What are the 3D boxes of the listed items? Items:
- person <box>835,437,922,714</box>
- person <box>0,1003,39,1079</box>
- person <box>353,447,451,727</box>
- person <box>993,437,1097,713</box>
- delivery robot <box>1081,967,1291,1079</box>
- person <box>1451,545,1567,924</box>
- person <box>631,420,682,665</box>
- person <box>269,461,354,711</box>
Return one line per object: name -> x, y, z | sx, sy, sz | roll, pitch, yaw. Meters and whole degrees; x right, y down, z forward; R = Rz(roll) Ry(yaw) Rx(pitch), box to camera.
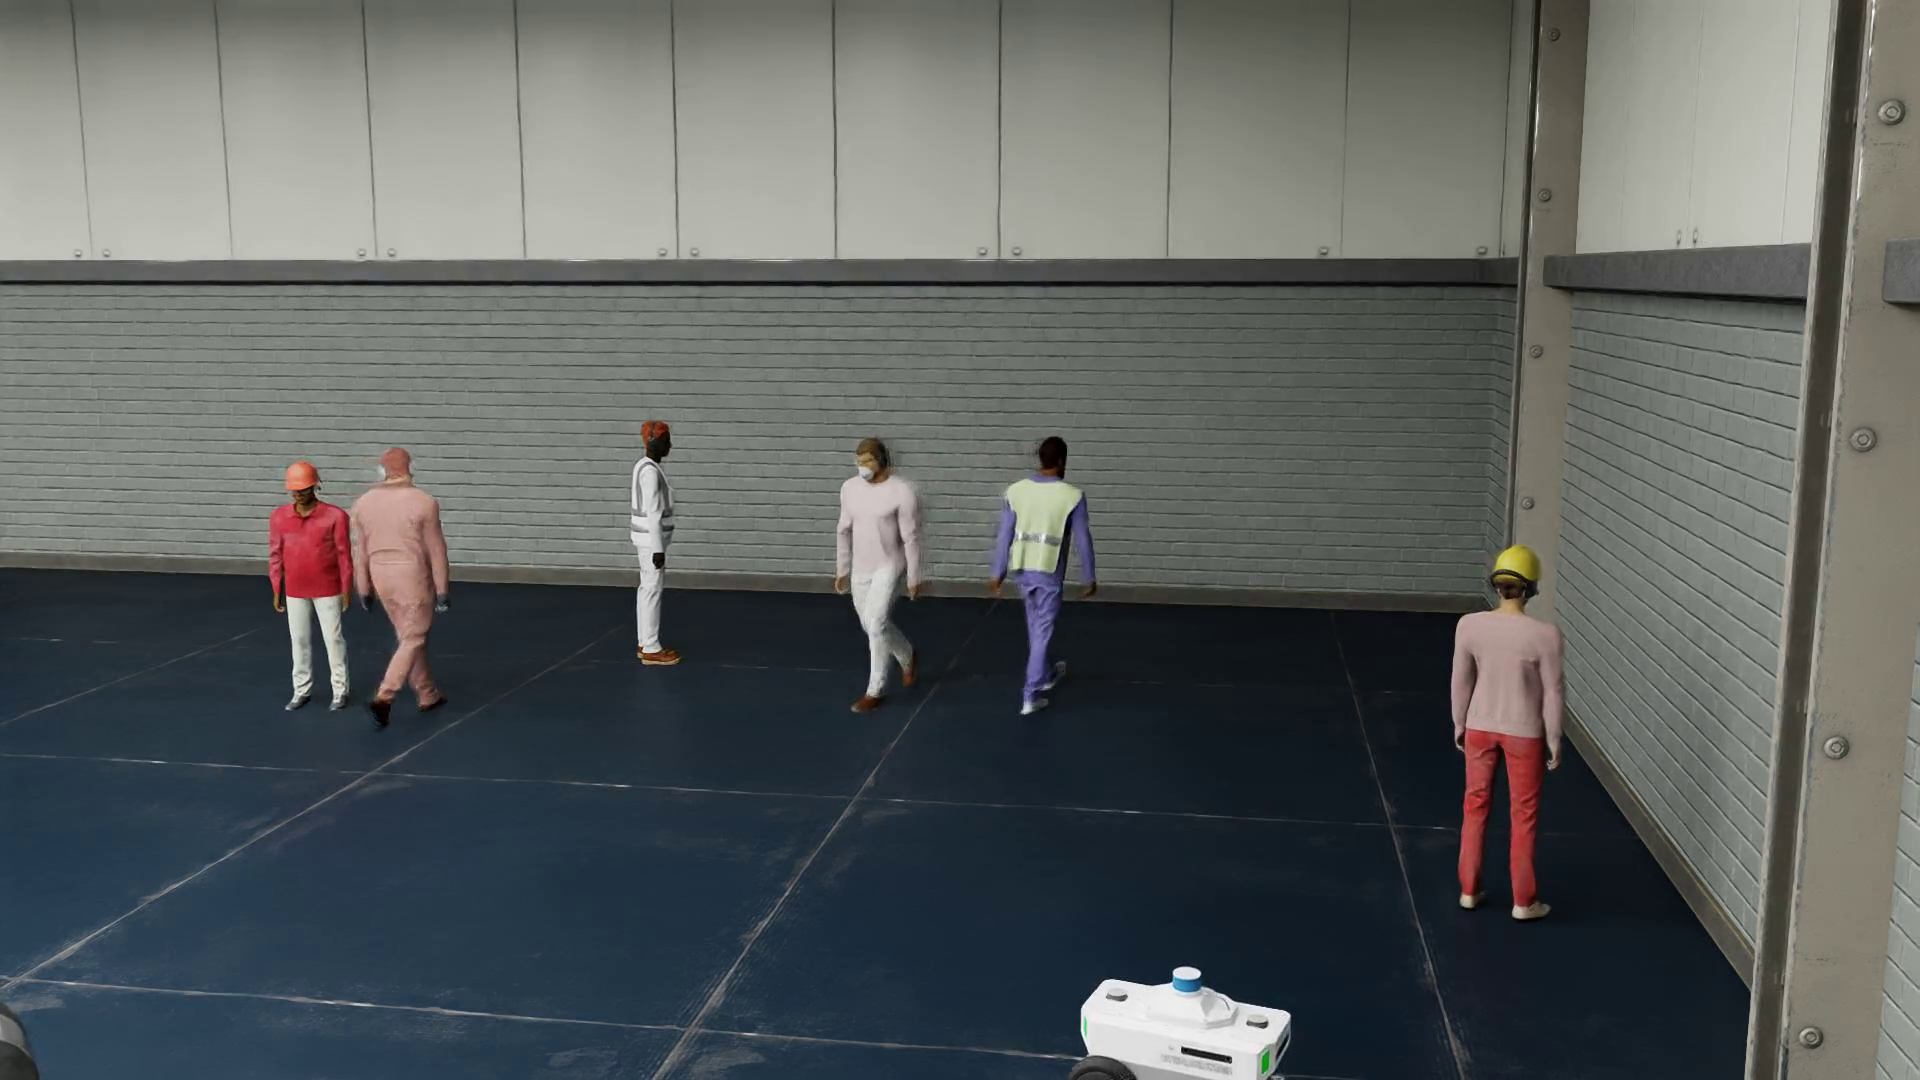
person -> -0.520, 0.207, 11.673 | 0.624, 1.906, 0.872 | 7, 11, 35
person -> -1.958, 1.510, 3.180 | 0.616, 2.041, 0.380 | 8, 12, 39
person -> -3.774, 0.309, 11.179 | 0.673, 1.864, 0.880 | 3, 10, 18
person -> 0.628, 0.217, 11.692 | 0.647, 1.863, 0.974 | 5, 11, 30
delivery robot -> 0.803, 1.763, 5.905 | 0.707, 0.478, 0.477 | 4, 10, 24
person -> 2.571, 0.900, 7.801 | 0.533, 1.765, 0.330 | 7, 12, 37
person -> -2.367, 0.018, 12.868 | 0.346, 1.882, 0.578 | -2, 10, -15
person -> -4.467, 0.319, 11.448 | 0.571, 1.743, 0.351 | 0, 9, 0
